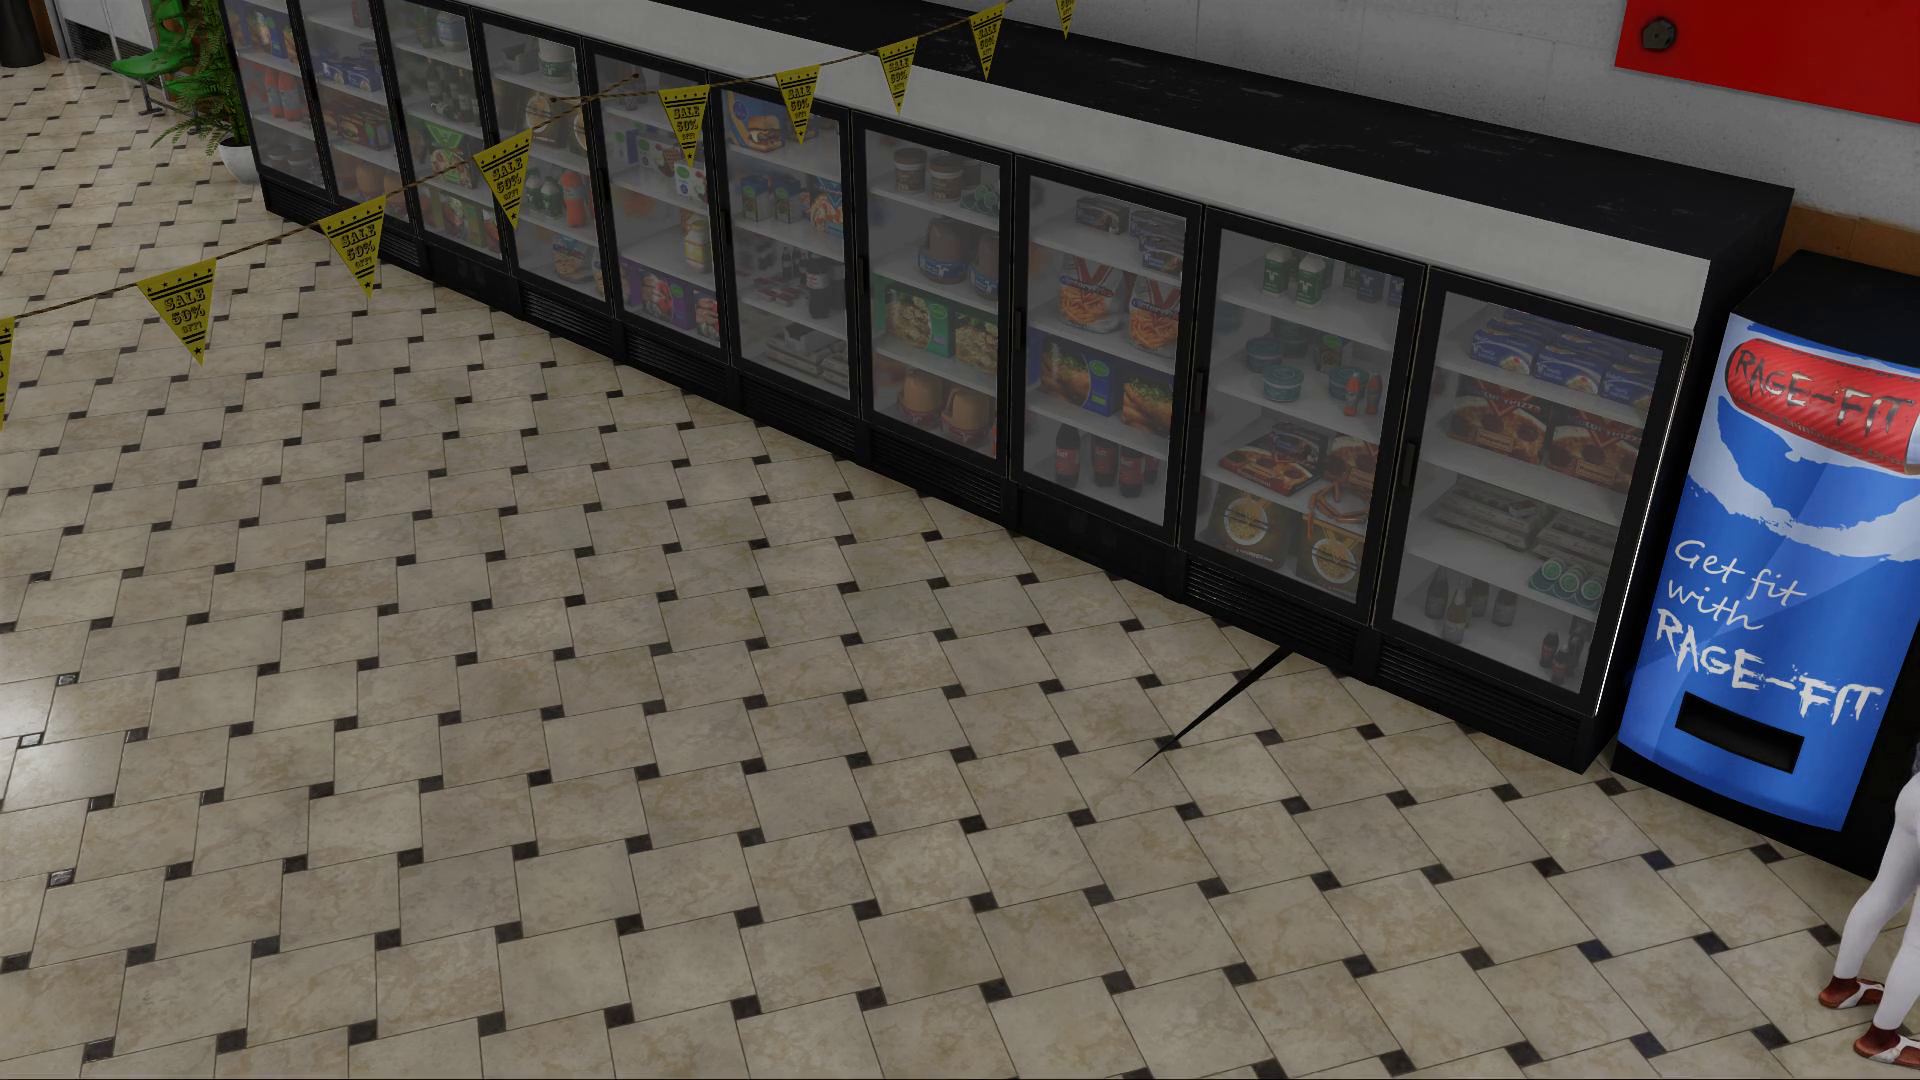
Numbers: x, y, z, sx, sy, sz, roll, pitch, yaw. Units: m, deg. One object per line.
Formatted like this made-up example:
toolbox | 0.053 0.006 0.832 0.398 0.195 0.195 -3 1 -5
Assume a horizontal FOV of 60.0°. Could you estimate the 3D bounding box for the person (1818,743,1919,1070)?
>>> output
person | 3.175 0.950 5.358 0.719 1.724 0.650 -2 32 -3
